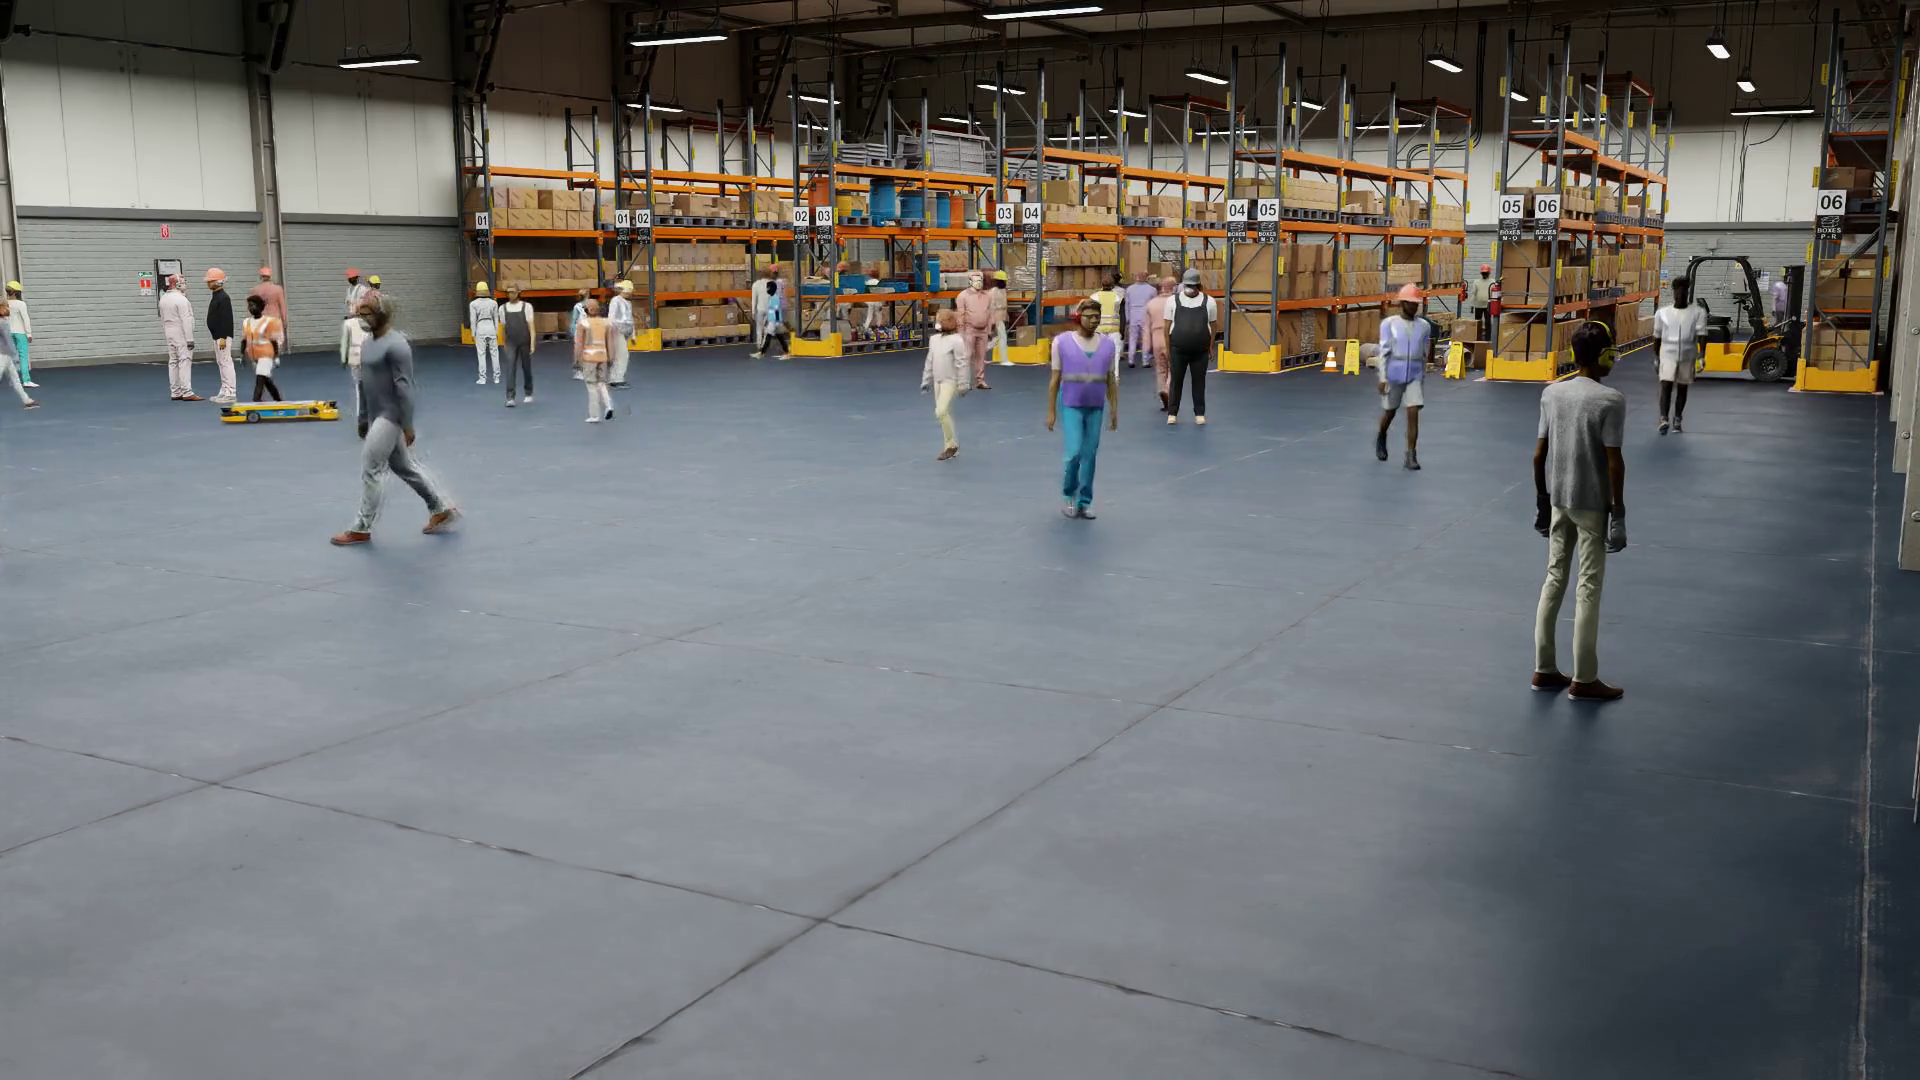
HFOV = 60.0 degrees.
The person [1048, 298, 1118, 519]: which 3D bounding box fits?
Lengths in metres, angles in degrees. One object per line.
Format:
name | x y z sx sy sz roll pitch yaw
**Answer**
person | 1.019 -1.071 13.722 0.603 1.826 0.459 -3 10 -19

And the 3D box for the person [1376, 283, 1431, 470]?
person | 4.577 -1.705 17.230 0.548 1.909 0.865 0 10 0

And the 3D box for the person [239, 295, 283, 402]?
person | -9.489 -2.490 22.561 0.543 1.649 0.888 4 10 21

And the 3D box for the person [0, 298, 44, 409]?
person | -13.469 -2.608 23.437 0.873 1.583 0.521 -9 13 -43

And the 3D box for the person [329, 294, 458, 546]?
person | -4.354 -0.933 12.750 1.012 1.898 0.647 -8 12 -39

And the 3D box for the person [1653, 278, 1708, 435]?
person | 8.755 -2.223 20.252 0.613 1.902 1.034 4 10 20

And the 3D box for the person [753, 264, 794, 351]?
person | -4.223 -5.306 38.068 1.050 1.972 0.644 -2 10 -12

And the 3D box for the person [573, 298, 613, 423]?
person | -4.796 -2.335 21.729 0.361 1.628 0.530 8 12 38

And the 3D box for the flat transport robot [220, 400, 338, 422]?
flat transport robot | -9.023 -1.718 22.070 1.431 0.197 0.652 -4 10 -20

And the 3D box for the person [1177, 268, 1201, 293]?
person | 5.042 -5.047 36.762 0.599 1.905 0.534 8 12 38

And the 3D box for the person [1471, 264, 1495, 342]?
person | 12.553 -5.618 39.873 0.622 1.990 0.402 6 12 33

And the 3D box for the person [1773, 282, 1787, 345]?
person | 19.540 -5.471 39.359 0.584 1.885 0.993 4 10 22

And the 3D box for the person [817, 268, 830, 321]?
person | -3.287 -5.802 41.257 0.557 1.901 0.956 2 10 12

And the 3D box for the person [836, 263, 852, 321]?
person | -2.876 -5.567 39.505 0.641 2.008 0.909 5 11 28

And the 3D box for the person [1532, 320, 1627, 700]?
person | 3.069 -0.147 8.211 0.312 1.865 0.537 -6 11 -30

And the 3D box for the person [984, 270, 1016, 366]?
person | 0.737 -4.421 33.129 0.767 1.903 0.603 4 10 20

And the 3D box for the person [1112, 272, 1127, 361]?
person | 3.204 -4.614 34.429 0.518 1.852 0.688 8 13 40

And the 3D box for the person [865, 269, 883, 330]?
person | -2.307 -6.309 44.350 0.578 1.853 0.923 4 11 23

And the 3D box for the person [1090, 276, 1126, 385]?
person | 2.481 -3.528 28.077 0.633 1.843 0.429 1 10 5

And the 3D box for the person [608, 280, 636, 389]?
person | -5.533 -3.362 27.294 0.539 1.772 0.660 1 10 9

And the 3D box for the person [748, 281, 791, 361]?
person | -3.929 -4.514 34.383 0.917 1.641 0.545 -2 10 -13

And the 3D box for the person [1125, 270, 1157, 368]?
person | 3.516 -4.291 32.366 0.692 1.908 0.403 4 10 22

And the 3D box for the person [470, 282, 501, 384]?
person | -8.126 -3.538 28.439 0.483 1.738 0.313 -6 11 -31

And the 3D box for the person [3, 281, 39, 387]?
person | -15.646 -3.407 27.609 0.524 1.763 0.324 2 10 12

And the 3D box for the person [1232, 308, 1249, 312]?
person | 6.880 -5.745 41.056 0.633 1.841 0.429 9 13 41

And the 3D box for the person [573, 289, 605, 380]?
person | -6.462 -3.574 29.064 0.827 1.598 0.517 4 11 24

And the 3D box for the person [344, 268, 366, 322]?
person | -12.846 -4.806 35.346 0.563 1.918 0.427 8 13 40

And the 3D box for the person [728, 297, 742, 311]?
person | -6.279 -6.624 46.003 0.548 1.920 0.703 8 12 37

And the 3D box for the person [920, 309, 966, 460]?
person | -0.189 -1.643 17.703 0.430 1.620 0.506 -7 12 -35

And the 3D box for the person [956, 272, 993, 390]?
person | 0.261 -3.401 27.146 0.641 1.908 0.407 -6 11 -32

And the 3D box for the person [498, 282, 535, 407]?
person | -6.465 -2.861 24.305 0.526 1.809 0.928 -1 10 -8

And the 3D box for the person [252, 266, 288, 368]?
person | -13.376 -4.305 32.215 0.628 1.981 0.649 0 10 0

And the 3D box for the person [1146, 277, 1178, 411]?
person | 2.890 -2.724 23.234 0.656 1.891 0.540 6 11 32

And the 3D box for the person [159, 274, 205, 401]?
person | -11.722 -3.040 25.034 0.646 1.908 0.408 7 12 35

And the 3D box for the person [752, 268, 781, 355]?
person | -4.273 -5.041 36.733 0.644 1.911 0.759 -1 10 -4

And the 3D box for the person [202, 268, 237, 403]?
person | -11.012 -3.037 24.757 0.382 1.993 0.612 -7 12 -34

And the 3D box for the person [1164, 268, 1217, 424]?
person | 2.981 -2.505 21.506 0.684 2.000 0.536 1 10 4

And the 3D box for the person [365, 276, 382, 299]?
person | -12.224 -4.639 34.804 0.529 1.767 0.329 7 12 34

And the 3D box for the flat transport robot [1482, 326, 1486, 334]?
flat transport robot | 14.219 -5.803 45.987 0.652 0.197 1.431 3 10 15

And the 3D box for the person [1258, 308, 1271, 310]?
person | 7.695 -5.785 41.345 0.637 1.821 0.613 6 11 32

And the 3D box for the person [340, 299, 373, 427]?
person | -7.618 -2.270 21.338 0.552 1.614 0.605 0 10 0
